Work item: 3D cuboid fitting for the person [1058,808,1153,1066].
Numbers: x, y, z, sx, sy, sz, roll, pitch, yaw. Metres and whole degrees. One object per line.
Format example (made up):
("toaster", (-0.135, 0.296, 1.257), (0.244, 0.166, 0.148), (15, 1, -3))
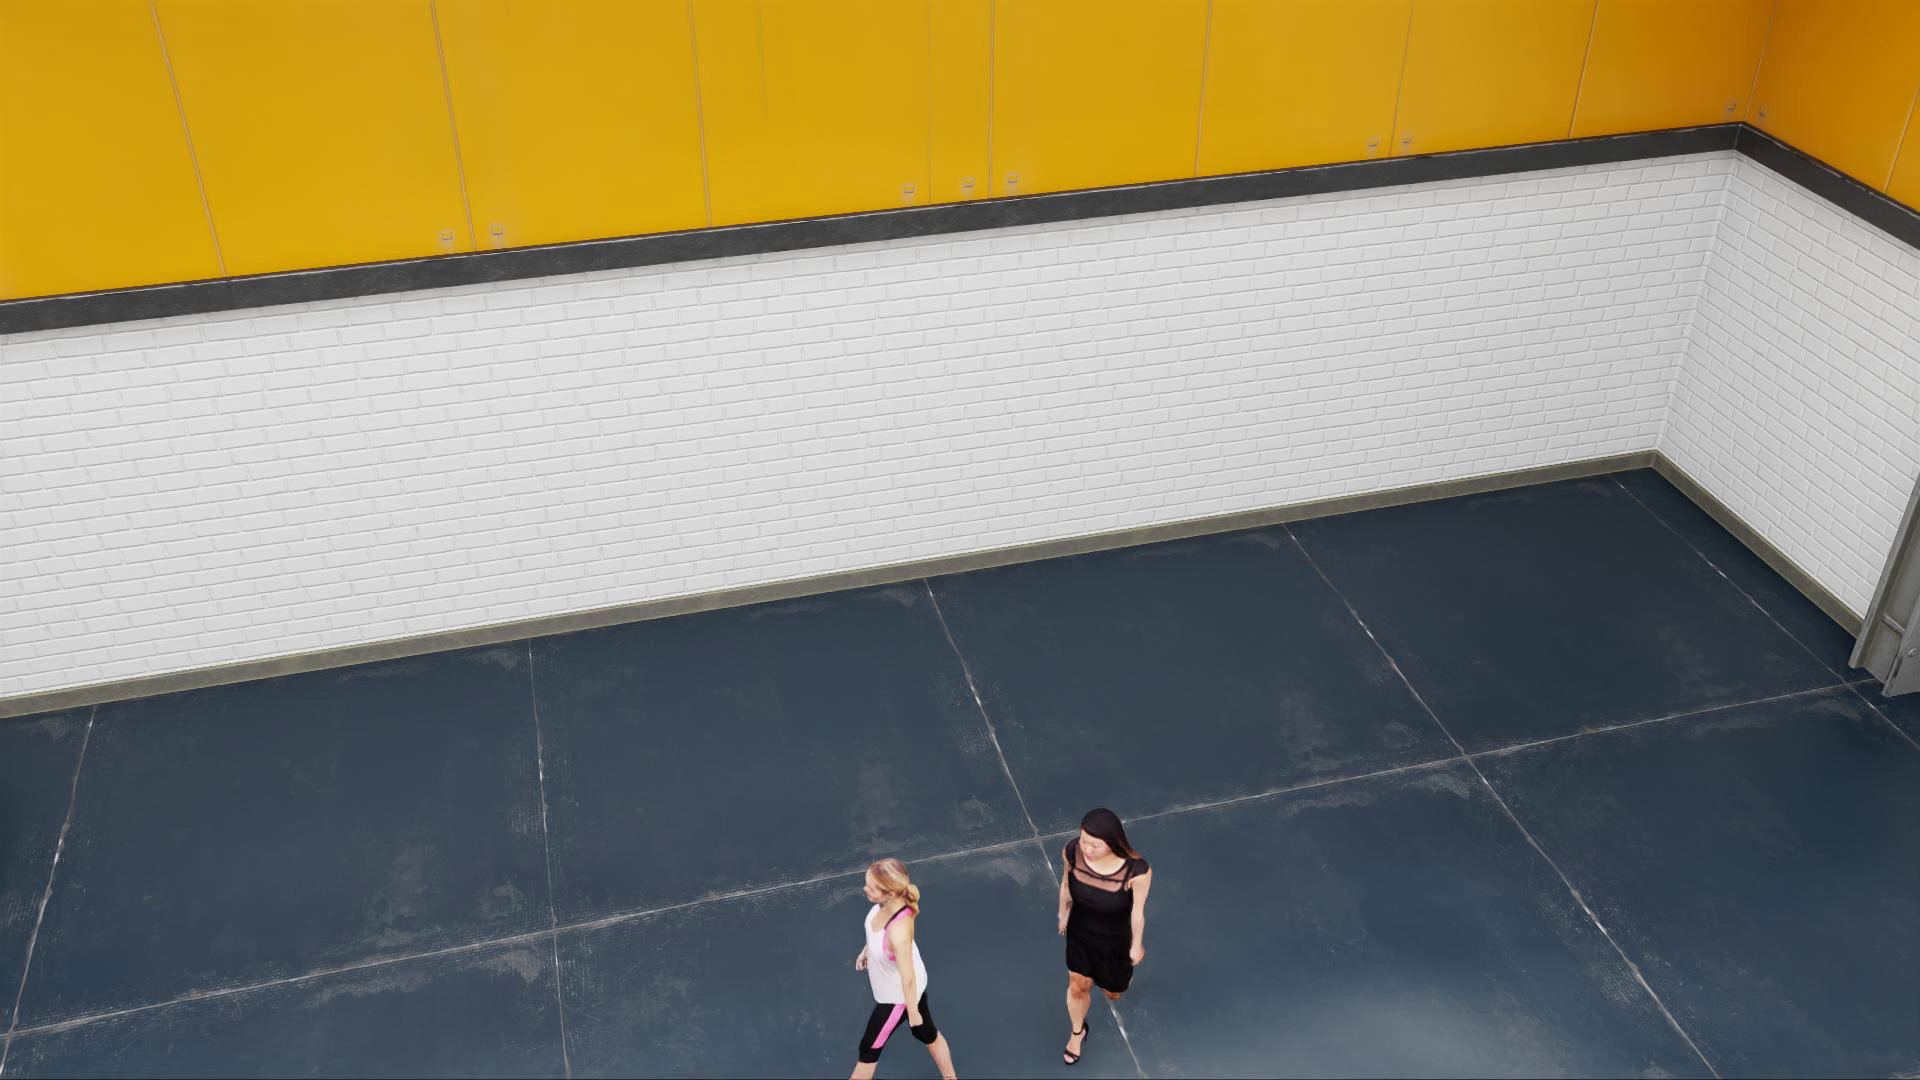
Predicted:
("person", (0.770, 2.032, 8.720), (0.934, 1.700, 1.007), (15, 37, 22))

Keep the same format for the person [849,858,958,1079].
("person", (-0.203, 2.250, 8.352), (0.830, 1.744, 1.076), (-1, 34, -2))
